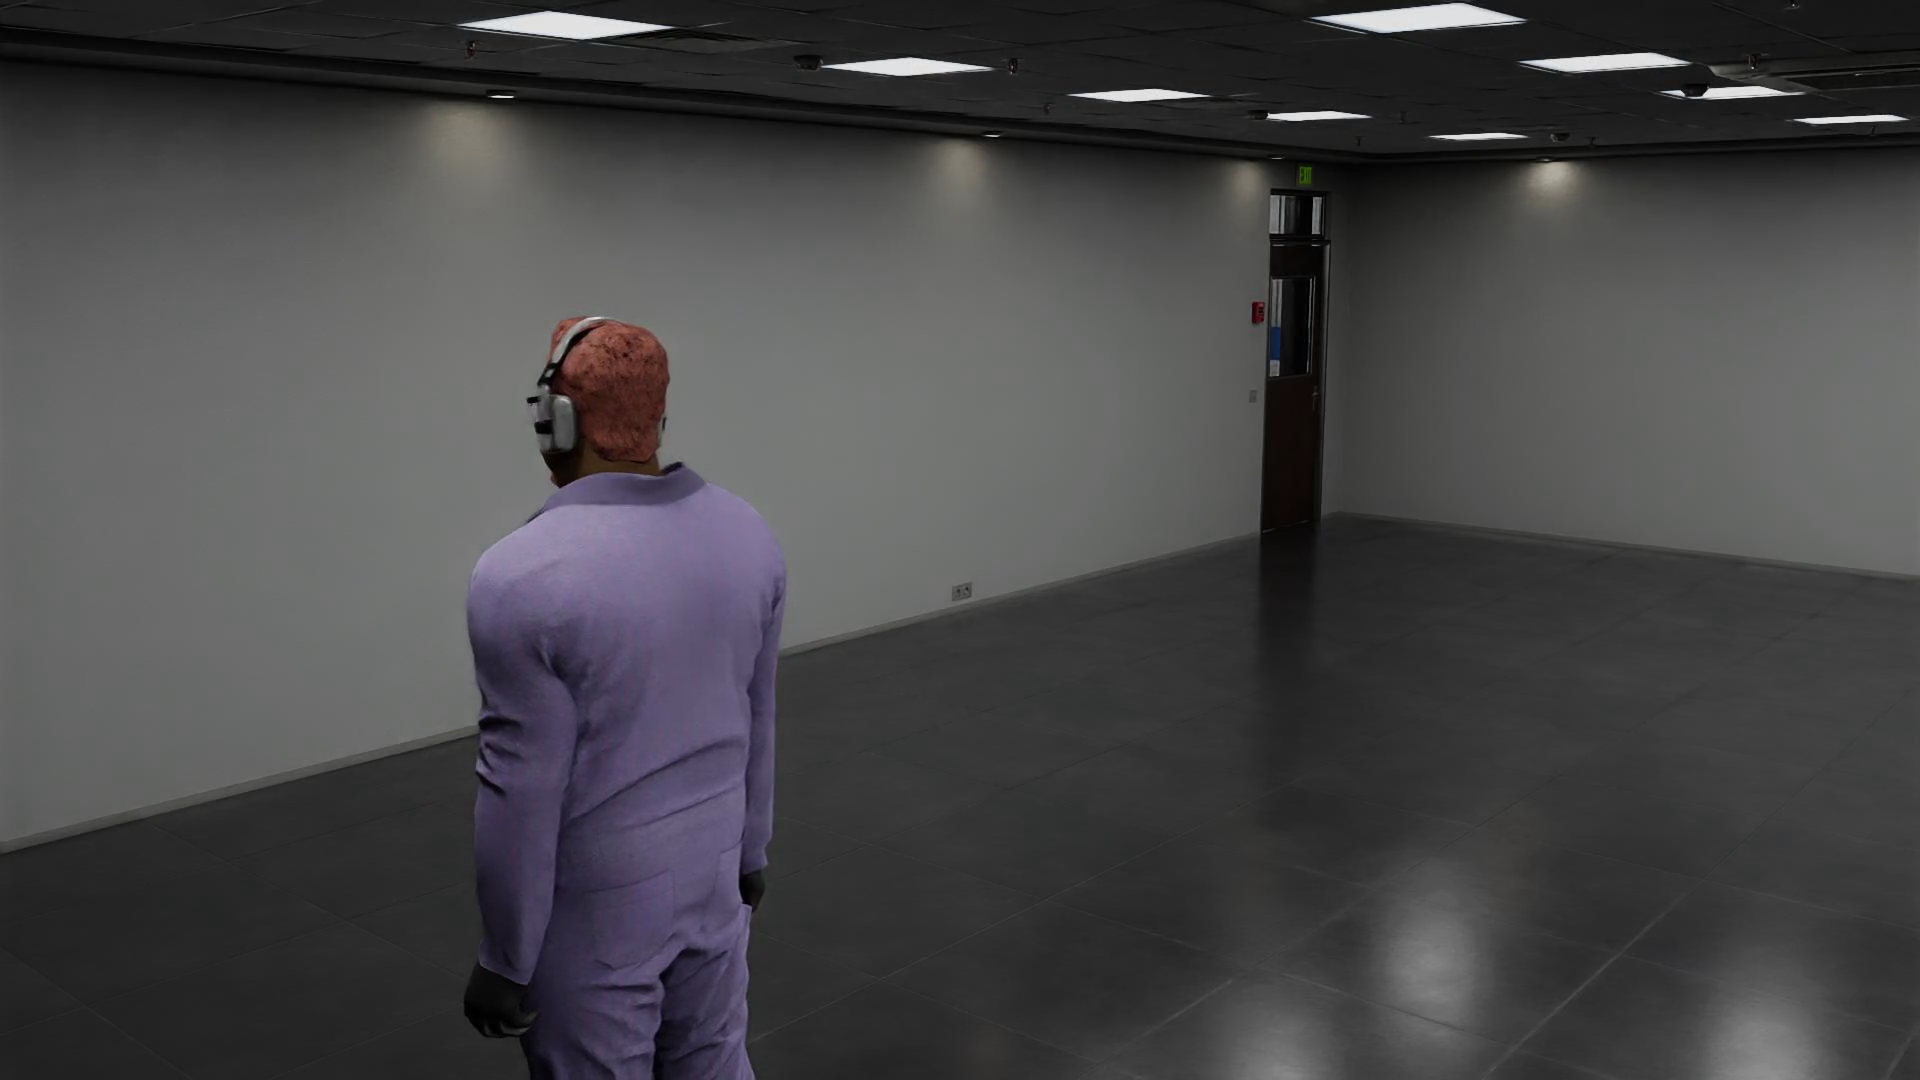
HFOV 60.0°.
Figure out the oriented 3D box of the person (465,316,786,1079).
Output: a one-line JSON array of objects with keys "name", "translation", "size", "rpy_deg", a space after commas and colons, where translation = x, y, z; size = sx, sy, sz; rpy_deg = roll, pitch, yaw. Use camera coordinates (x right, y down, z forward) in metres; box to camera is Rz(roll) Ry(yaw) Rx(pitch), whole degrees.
[{"name": "person", "translation": [-0.578, 0.582, 2.819], "size": [0.404, 1.906, 0.651], "rpy_deg": [7, 12, 34]}]
